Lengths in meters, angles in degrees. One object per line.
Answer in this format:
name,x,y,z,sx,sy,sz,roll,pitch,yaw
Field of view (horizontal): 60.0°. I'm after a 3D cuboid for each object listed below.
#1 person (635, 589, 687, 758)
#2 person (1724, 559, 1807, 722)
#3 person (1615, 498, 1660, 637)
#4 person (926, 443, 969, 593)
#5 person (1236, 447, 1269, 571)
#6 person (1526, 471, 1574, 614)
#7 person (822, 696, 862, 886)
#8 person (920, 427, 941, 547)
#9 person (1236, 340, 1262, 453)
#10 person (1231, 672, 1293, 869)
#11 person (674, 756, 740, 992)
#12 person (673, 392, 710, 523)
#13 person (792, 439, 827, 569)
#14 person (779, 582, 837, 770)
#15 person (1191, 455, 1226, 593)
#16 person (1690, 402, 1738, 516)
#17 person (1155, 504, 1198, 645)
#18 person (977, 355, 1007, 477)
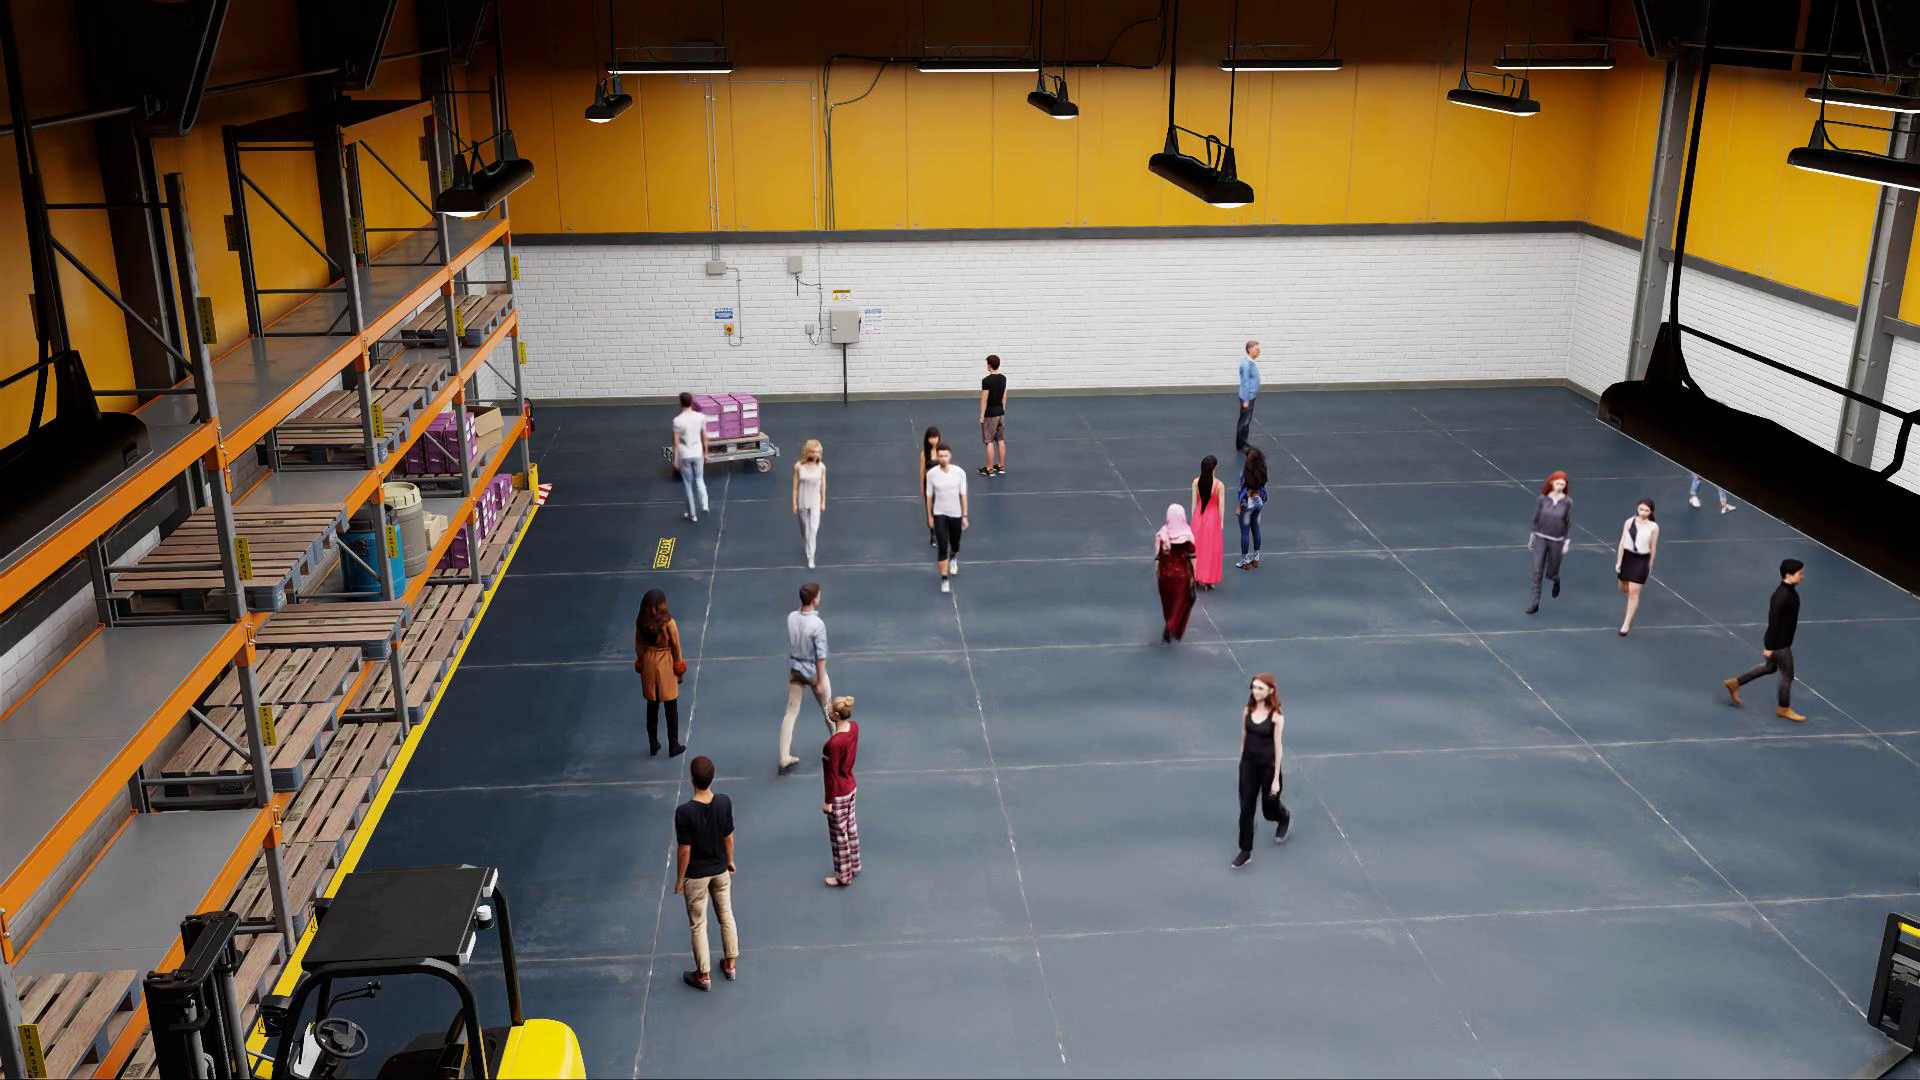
person,-2.910,1.281,16.140,0.750,1.720,0.708,4,19,13
person,8.310,0.998,17.022,1.101,1.694,1.099,12,22,32
person,7.825,0.282,19.248,0.916,1.629,0.995,13,23,34
person,-0.147,-0.325,20.750,0.718,1.820,1.165,0,19,-1
person,3.729,-0.426,21.368,0.697,1.619,0.692,-10,21,-28
person,7.057,0.014,19.838,0.911,1.761,0.990,14,23,36
person,-0.992,2.067,13.842,0.735,1.697,0.574,5,19,16
person,-0.339,-0.748,22.303,0.577,1.631,0.708,-3,19,-8
person,4.616,-2.321,26.695,0.781,1.811,0.641,6,20,18
person,2.632,1.925,14.221,1.025,1.725,1.117,13,23,35
person,-1.890,2.472,12.390,0.723,1.856,0.723,-14,23,-36
person,-3.698,-1.130,23.104,0.830,1.843,0.882,-12,22,-31
person,-1.966,-0.511,21.586,0.605,1.639,1.018,-1,19,-4
person,-1.524,1.325,15.883,1.154,1.800,1.269,13,23,34
person,3.053,-0.211,20.564,0.707,1.723,0.741,9,21,26
person,10.662,-1.183,23.675,0.670,1.581,1.091,-3,19,-10
person,2.443,0.402,18.919,0.948,1.612,1.121,8,20,21
person,0.514,-1.913,25.404,0.786,1.860,0.740,17,25,41
